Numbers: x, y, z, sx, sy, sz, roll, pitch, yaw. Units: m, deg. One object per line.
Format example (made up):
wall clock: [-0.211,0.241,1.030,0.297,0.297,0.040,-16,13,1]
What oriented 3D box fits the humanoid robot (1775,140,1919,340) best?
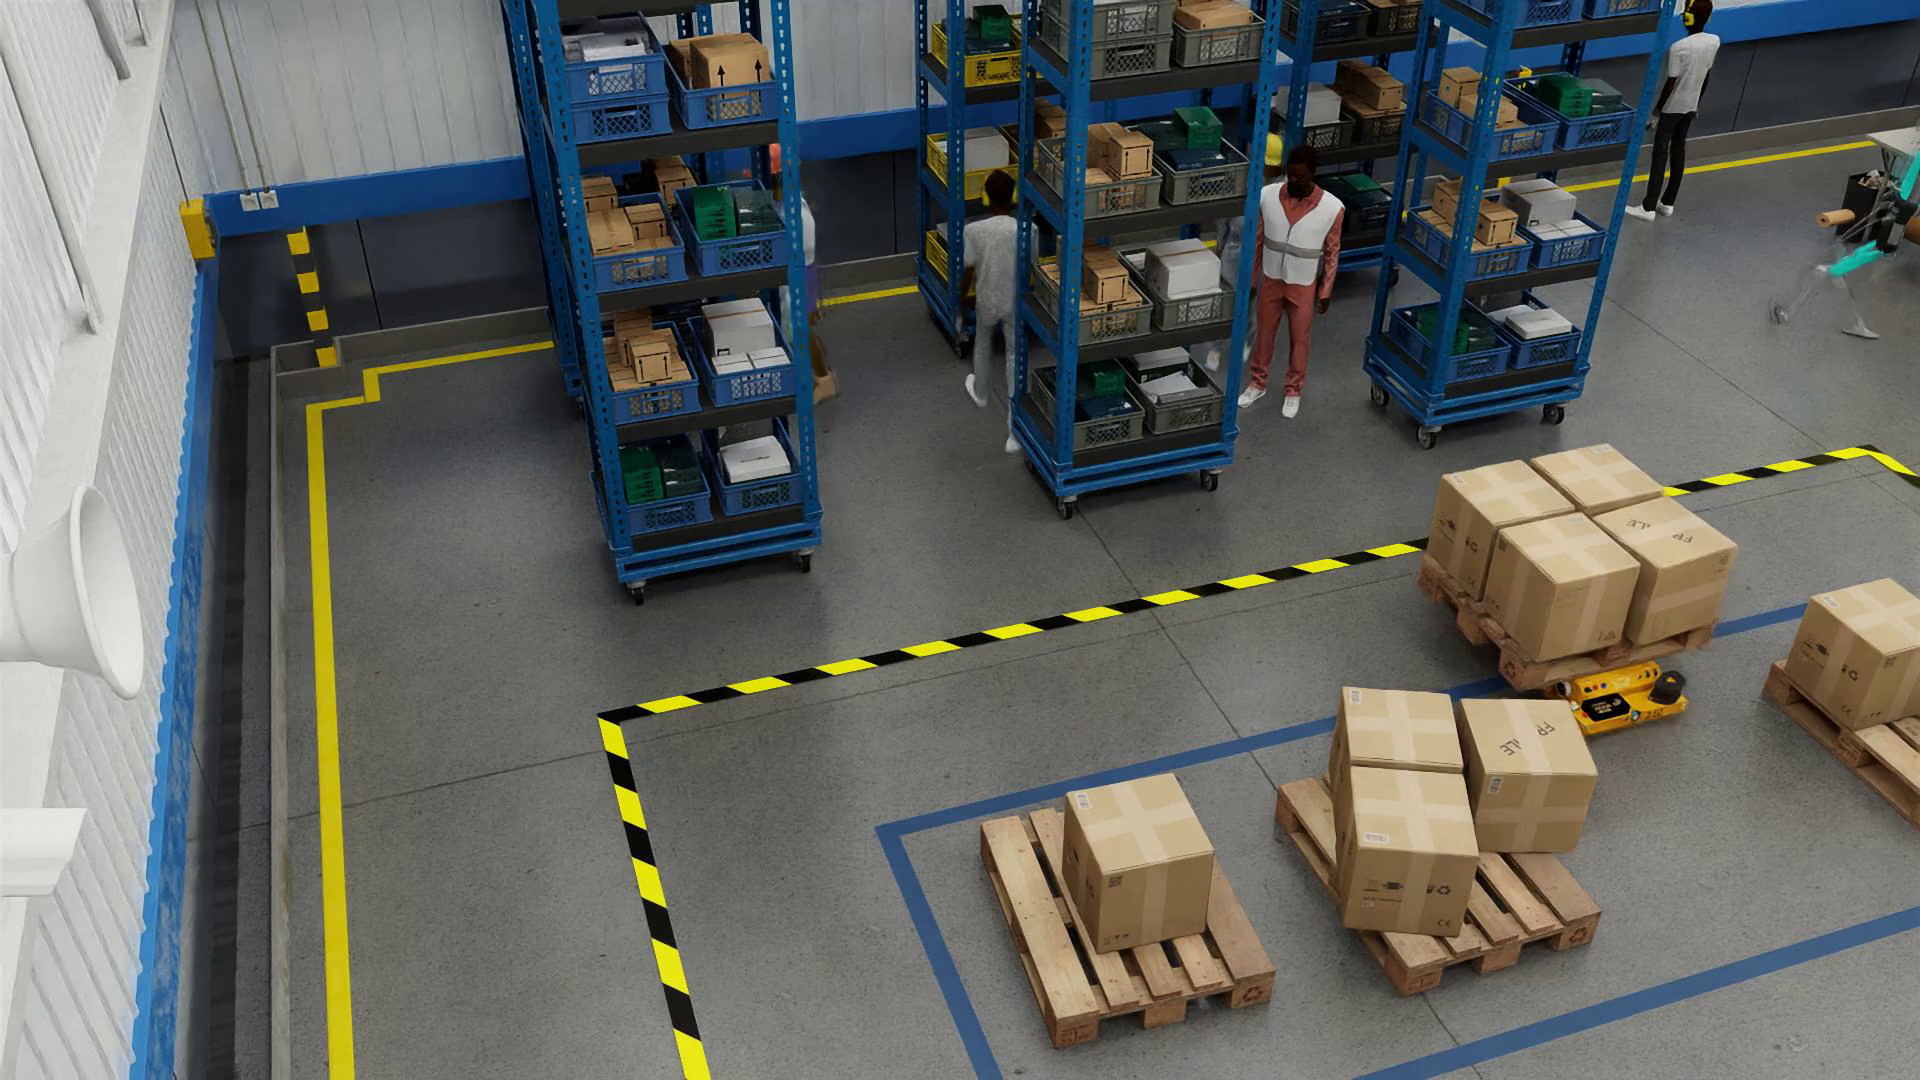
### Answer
humanoid robot: [6.480,-2.266,12.039,0.896,1.820,0.545,20,40,26]

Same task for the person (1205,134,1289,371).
person: [2.025,-1.979,11.598,0.498,1.726,0.599,6,36,8]

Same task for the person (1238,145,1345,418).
person: [2.199,-1.730,11.080,0.593,1.915,0.372,17,38,22]

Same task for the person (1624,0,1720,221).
person: [5.886,-3.544,13.697,0.510,1.865,0.329,-16,38,-21]

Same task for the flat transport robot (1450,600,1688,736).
flat transport robot: [3.339,0.510,9.308,0.652,0.197,1.431,-11,37,-15]

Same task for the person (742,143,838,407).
person: [-1.250,-1.649,10.908,1.004,1.987,0.627,-16,38,-21]

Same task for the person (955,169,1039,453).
person: [0.265,-1.537,10.904,0.604,1.832,0.798,-2,35,-3]
